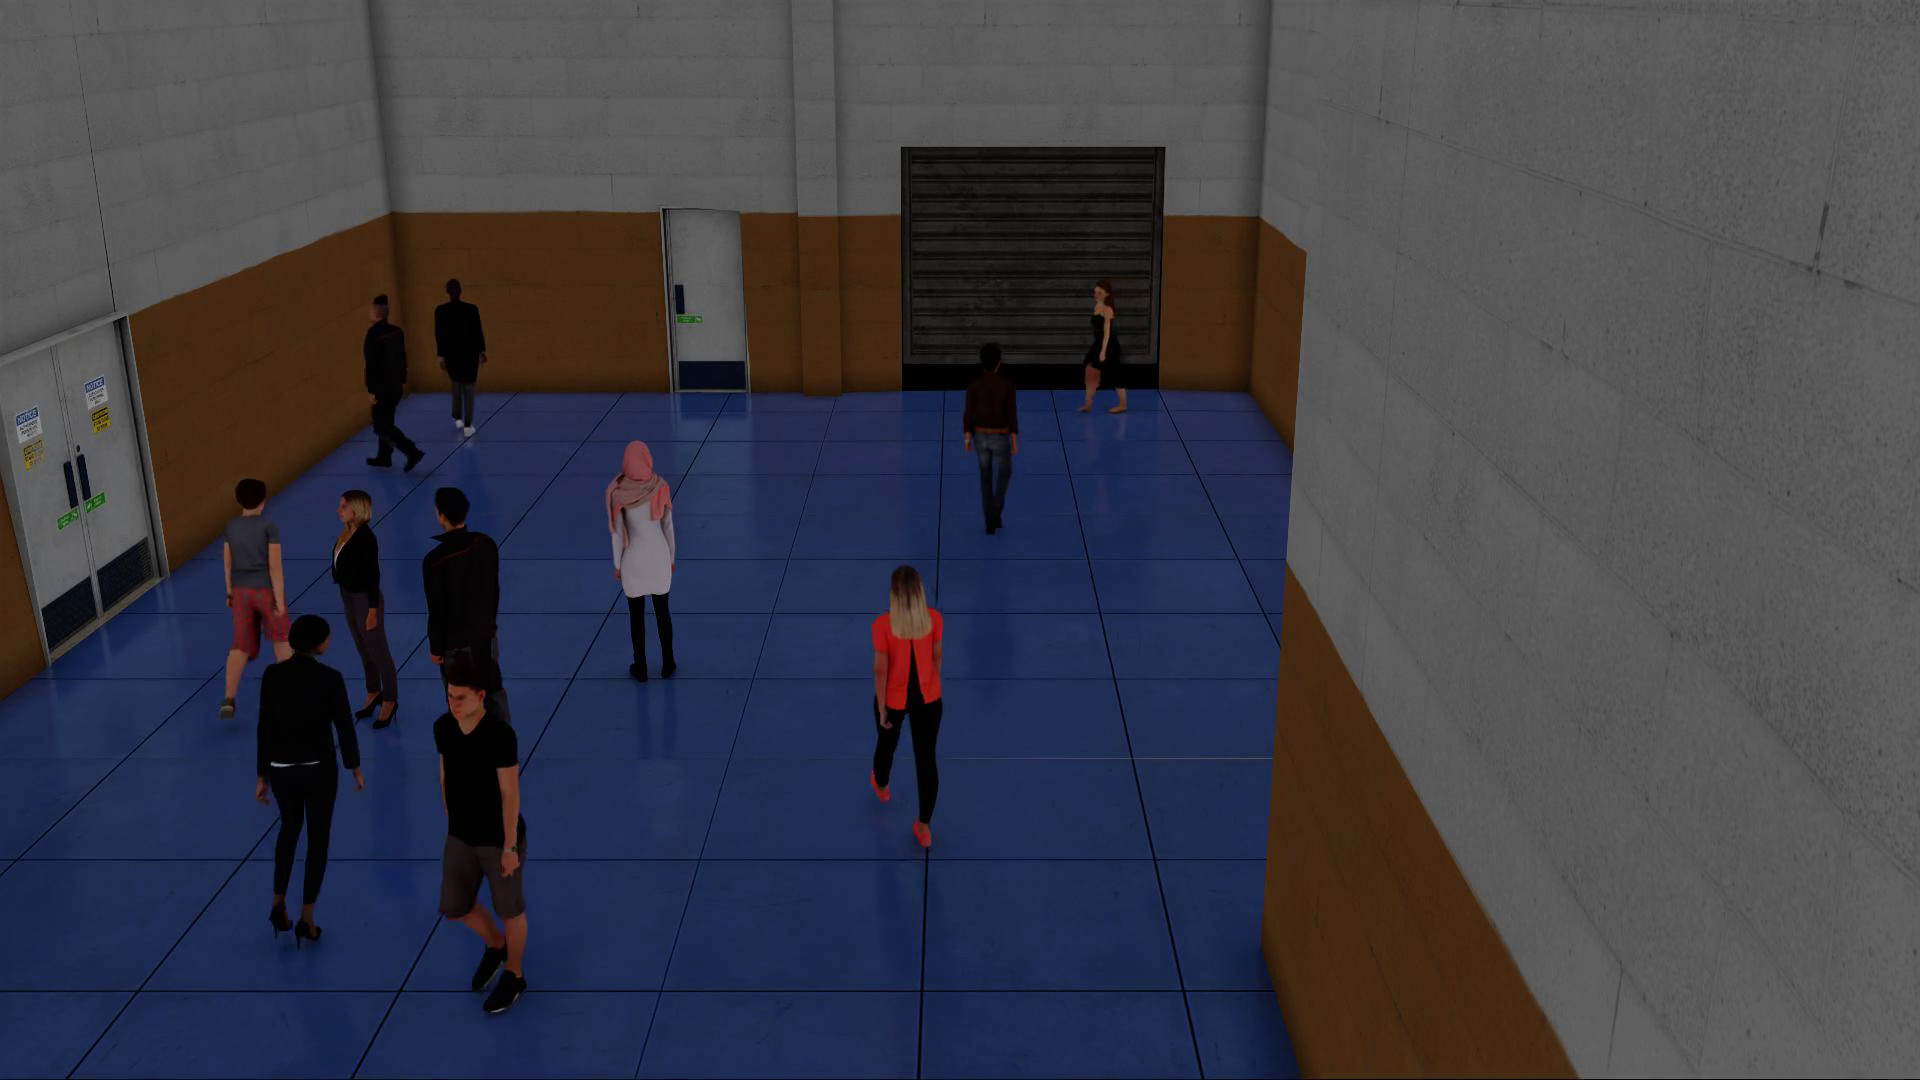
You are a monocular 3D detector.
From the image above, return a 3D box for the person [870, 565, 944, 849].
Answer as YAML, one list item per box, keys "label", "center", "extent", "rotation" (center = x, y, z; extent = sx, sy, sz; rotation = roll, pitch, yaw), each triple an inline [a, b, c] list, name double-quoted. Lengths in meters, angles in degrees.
- label: "person"
  center: [-0.268, 1.001, 9.731]
  extent: [1.057, 1.652, 0.820]
  rotation: [-4, 19, -12]

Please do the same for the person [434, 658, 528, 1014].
- label: "person"
  center: [-2.277, 1.410, 8.206]
  extent: [0.725, 1.852, 0.822]
  rotation: [7, 20, 20]

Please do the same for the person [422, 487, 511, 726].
- label: "person"
  center: [-3.111, 0.589, 10.497]
  extent: [0.791, 1.944, 0.789]
  rotation: [11, 22, 30]

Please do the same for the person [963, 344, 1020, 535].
- label: "person"
  center: [0.286, -0.884, 15.130]
  extent: [0.678, 1.774, 0.773]
  rotation: [3, 19, 8]

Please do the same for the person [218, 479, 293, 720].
- label: "person"
  center: [-4.882, 0.443, 11.454]
  extent: [1.098, 1.597, 0.641]
  rotation: [-1, 19, -3]

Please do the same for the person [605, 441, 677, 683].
- label: "person"
  center: [-2.277, 0.149, 12.021]
  extent: [0.645, 1.804, 0.767]
  rotation: [-6, 20, -18]

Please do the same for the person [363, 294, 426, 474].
- label: "person"
  center: [-5.848, -1.589, 17.077]
  extent: [1.090, 1.843, 0.894]
  rotation: [4, 19, 11]

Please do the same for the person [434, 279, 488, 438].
- label: "person"
  center: [-5.563, -2.004, 18.500]
  extent: [0.640, 1.743, 0.713]
  rotation: [-1, 19, -2]

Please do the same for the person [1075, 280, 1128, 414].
- label: "person"
  center: [1.768, -2.243, 19.448]
  extent: [0.981, 1.592, 0.799]
  rotation: [-6, 19, -17]

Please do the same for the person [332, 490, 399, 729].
- label: "person"
  center: [-4.037, 0.458, 11.311]
  extent: [0.724, 1.672, 0.673]
  rotation: [-16, 24, -40]

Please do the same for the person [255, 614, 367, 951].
- label: "person"
  center: [-3.441, 1.289, 8.646]
  extent: [0.543, 1.800, 0.710]
  rotation: [-4, 19, -12]
